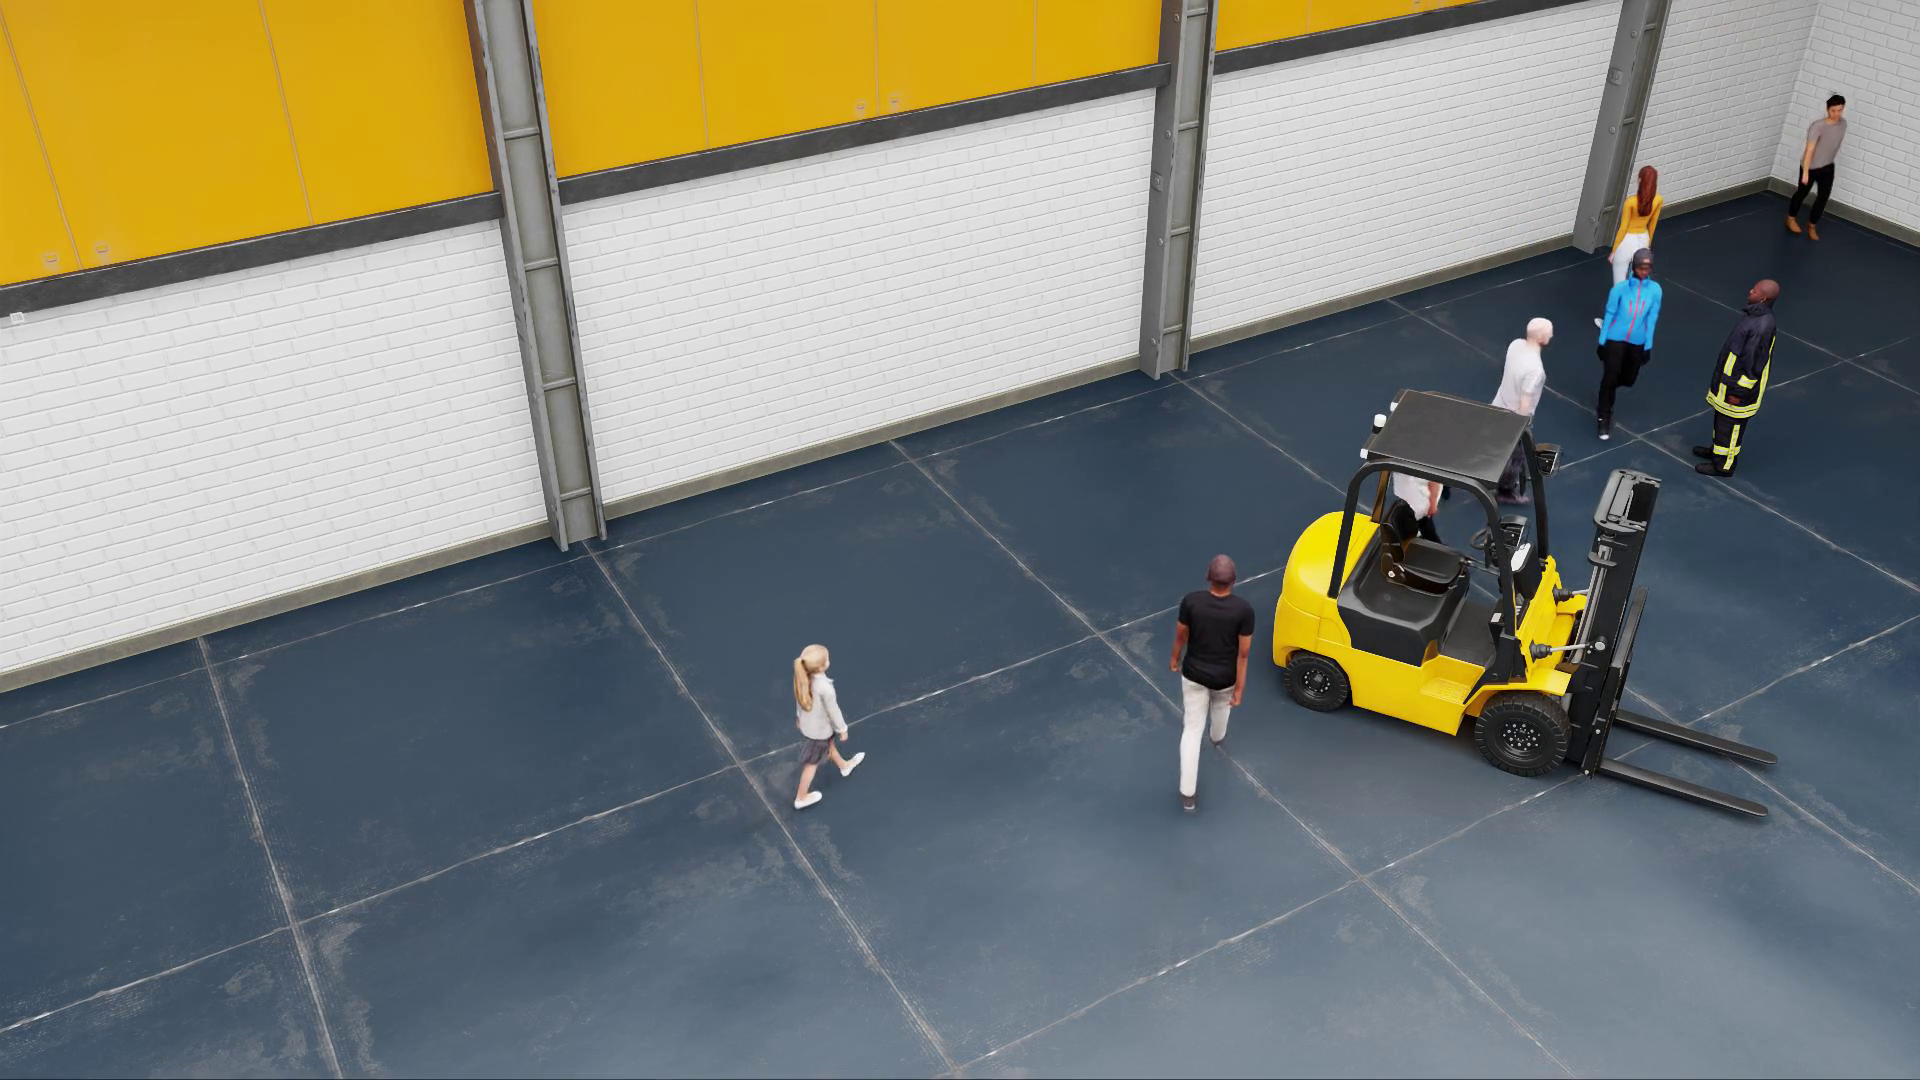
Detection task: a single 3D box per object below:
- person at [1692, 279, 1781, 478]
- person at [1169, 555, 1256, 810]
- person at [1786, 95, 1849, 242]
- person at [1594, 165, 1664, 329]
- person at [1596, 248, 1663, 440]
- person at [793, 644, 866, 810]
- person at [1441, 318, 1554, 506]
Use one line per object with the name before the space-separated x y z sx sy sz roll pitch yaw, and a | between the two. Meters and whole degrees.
person | 6.759 -1.420 14.370 0.926 1.822 0.846 12 35 17
person | 1.611 0.957 10.859 1.240 1.749 1.258 6 34 9
person | 9.652 -4.235 18.742 0.870 1.671 0.877 -7 34 -11
person | 6.742 -2.914 16.683 0.571 1.749 0.715 -7 34 -10
person | 5.988 -1.819 15.008 1.000 1.780 1.005 4 34 6
person | -0.980 1.243 10.887 0.870 1.242 0.590 -24 40 -31
person | 4.489 -1.024 13.793 1.199 1.802 0.998 -3 34 -4
